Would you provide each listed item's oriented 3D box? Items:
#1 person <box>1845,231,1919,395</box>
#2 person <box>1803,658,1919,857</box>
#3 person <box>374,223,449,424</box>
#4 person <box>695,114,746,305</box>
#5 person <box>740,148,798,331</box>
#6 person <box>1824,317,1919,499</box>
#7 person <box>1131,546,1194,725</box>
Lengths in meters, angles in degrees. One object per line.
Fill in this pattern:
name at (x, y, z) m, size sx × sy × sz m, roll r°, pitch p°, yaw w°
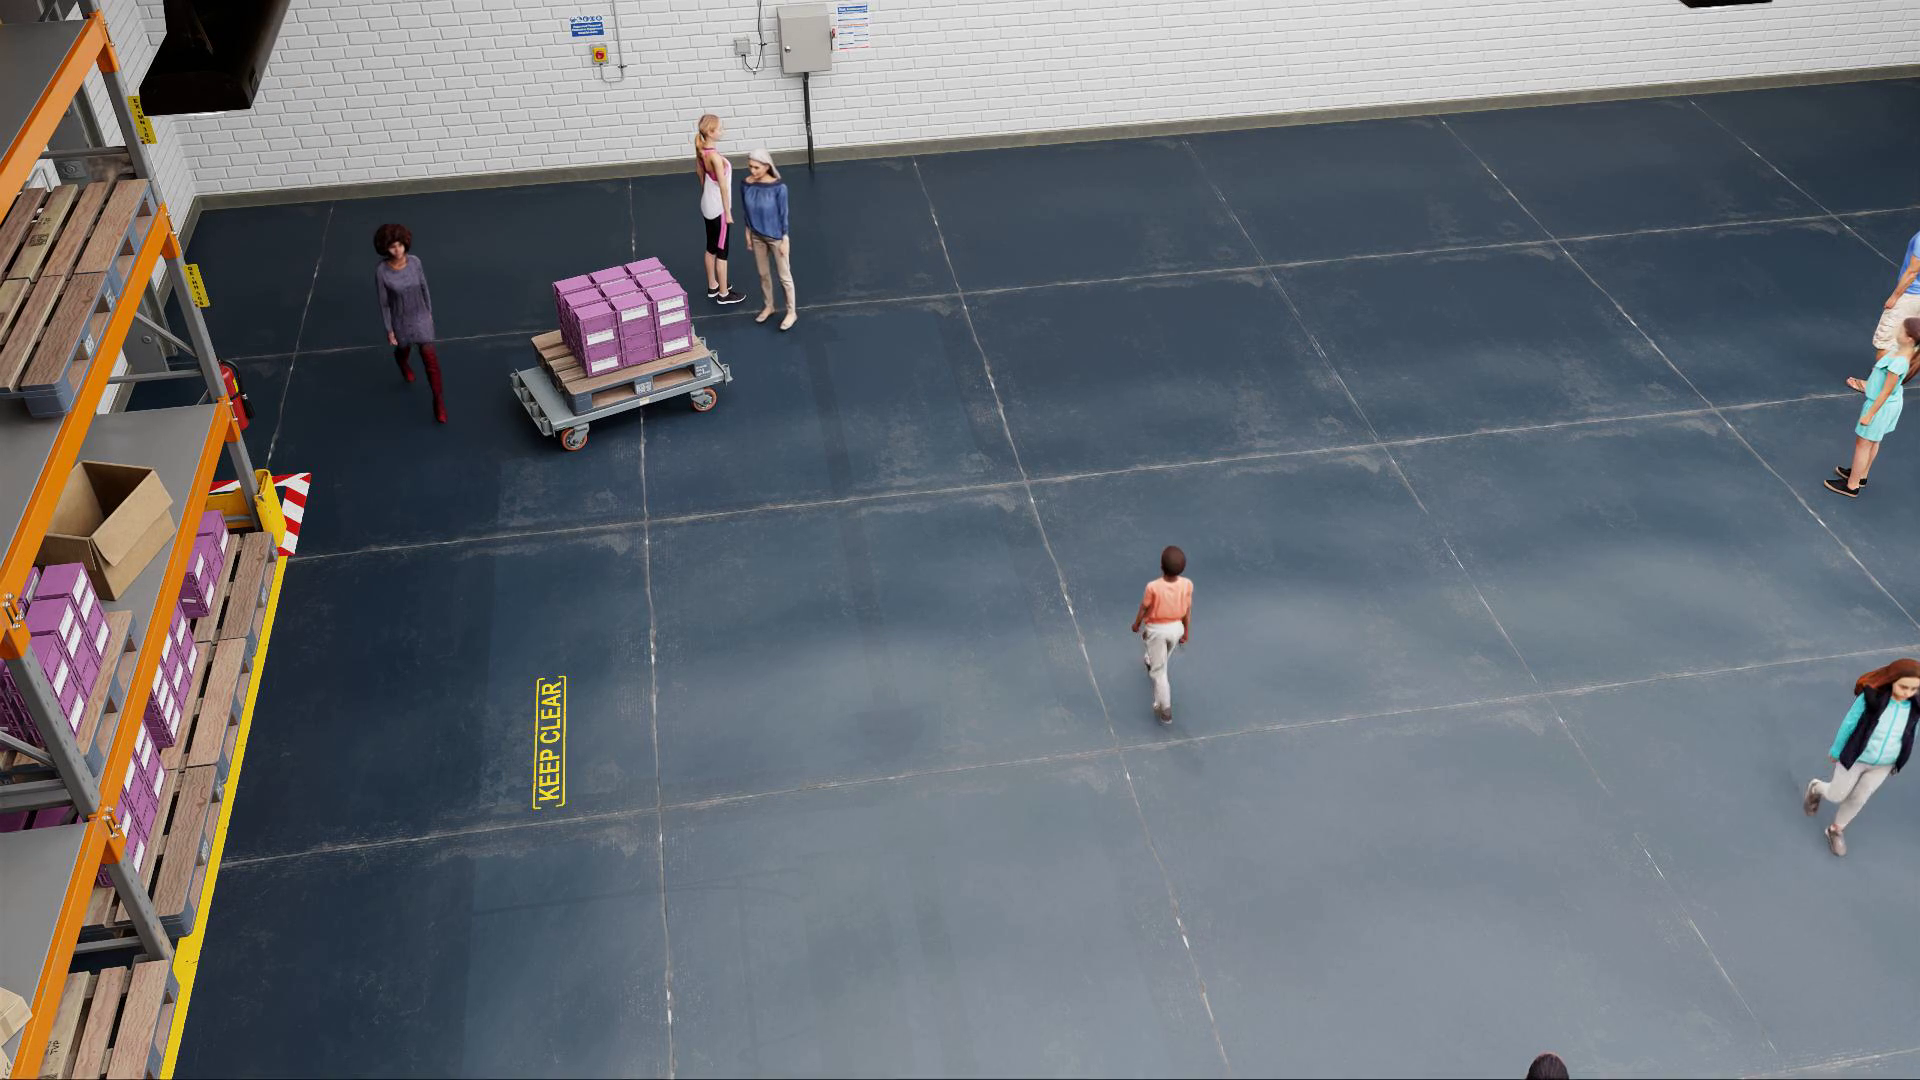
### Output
person at (7.906, -2.058, 13.772) m, size 0.711 × 1.864 × 0.675 m, roll -19°, pitch 42°, yaw -22°
person at (5.415, 1.232, 9.952) m, size 0.652 × 1.491 × 0.746 m, roll 2°, pitch 39°, yaw 3°
person at (-4.548, -1.813, 13.615) m, size 0.856 × 1.677 × 1.178 m, roll -20°, pitch 43°, yaw -23°
person at (-2.209, -2.980, 14.990) m, size 0.741 × 1.786 × 0.601 m, roll -23°, pitch 44°, yaw -26°
person at (-1.680, -2.678, 14.683) m, size 0.713 × 1.697 × 0.737 m, roll 14°, pitch 41°, yaw 17°
person at (7.059, -1.030, 12.729) m, size 0.650 × 1.559 × 0.693 m, roll -31°, pitch 48°, yaw -33°
person at (1.347, 0.628, 10.873) m, size 0.514 × 1.285 × 0.888 m, roll -8°, pitch 39°, yaw -9°
